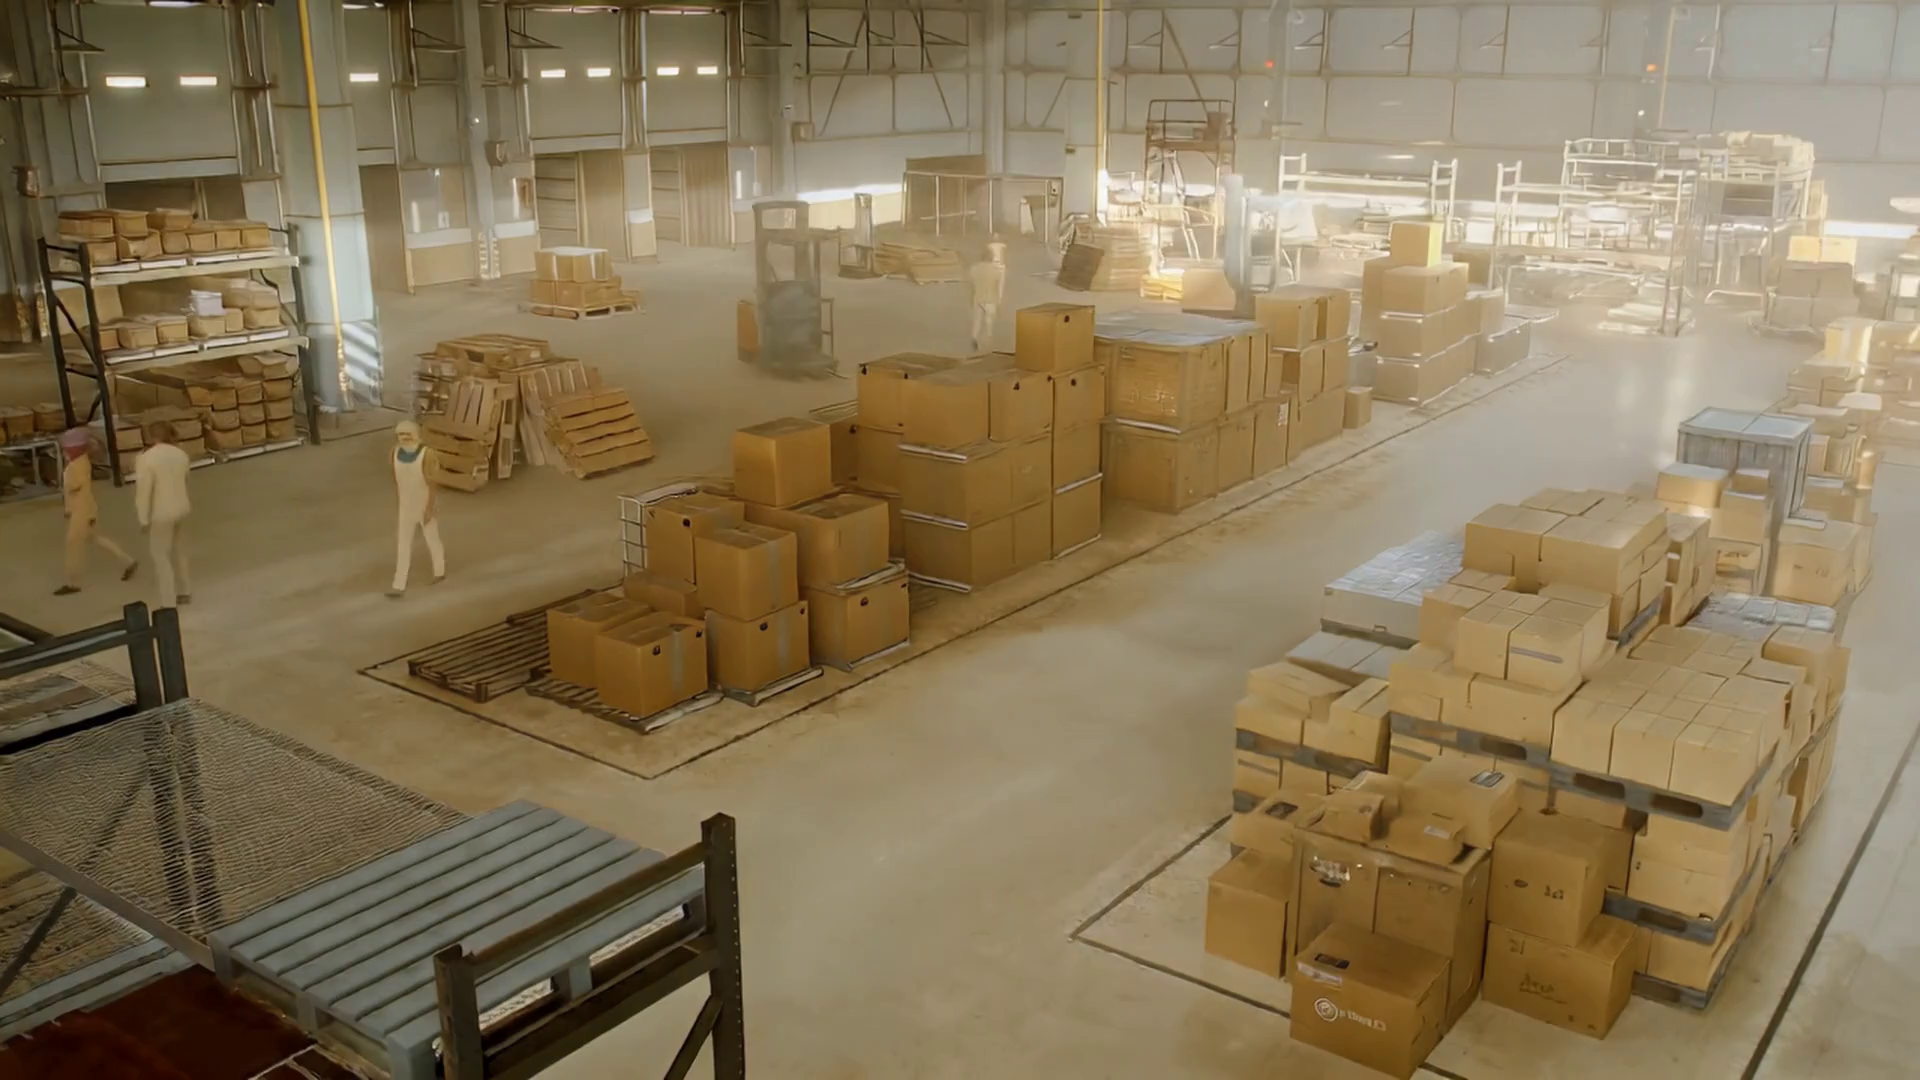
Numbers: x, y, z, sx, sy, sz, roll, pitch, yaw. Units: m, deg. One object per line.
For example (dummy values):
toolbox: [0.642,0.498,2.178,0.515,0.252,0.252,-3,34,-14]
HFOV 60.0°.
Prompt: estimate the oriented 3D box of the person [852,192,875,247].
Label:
person: [-2.282,-7.455,40.173,1.000,1.894,0.558,-15,22,-41]

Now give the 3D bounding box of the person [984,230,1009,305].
person: [0.744,-5.613,34.509,0.523,1.615,0.650,6,18,19]

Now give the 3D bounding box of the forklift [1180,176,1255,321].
forklift: [5.314,-5.705,32.664,1.873,2.768,1.129,2,17,8]

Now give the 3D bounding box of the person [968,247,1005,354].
person: [0.465,-4.177,29.243,0.651,1.917,0.461,9,19,27]

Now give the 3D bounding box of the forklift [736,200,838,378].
forklift: [-2.985,-4.289,27.977,1.129,2.768,1.873,-9,19,-28]

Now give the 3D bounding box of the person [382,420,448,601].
person: [-5.479,-0.304,16.619,0.506,1.790,0.962,3,17,10]

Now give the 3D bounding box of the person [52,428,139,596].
person: [-8.848,-0.317,16.830,0.799,1.701,0.494,-11,20,-32]

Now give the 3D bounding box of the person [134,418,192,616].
person: [-7.741,-0.233,16.236,0.440,1.892,0.667,4,17,13]

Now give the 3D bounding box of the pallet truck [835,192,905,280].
pallet truck: [-1.936,-7.159,38.982,1.885,1.965,0.823,-12,21,-34]
